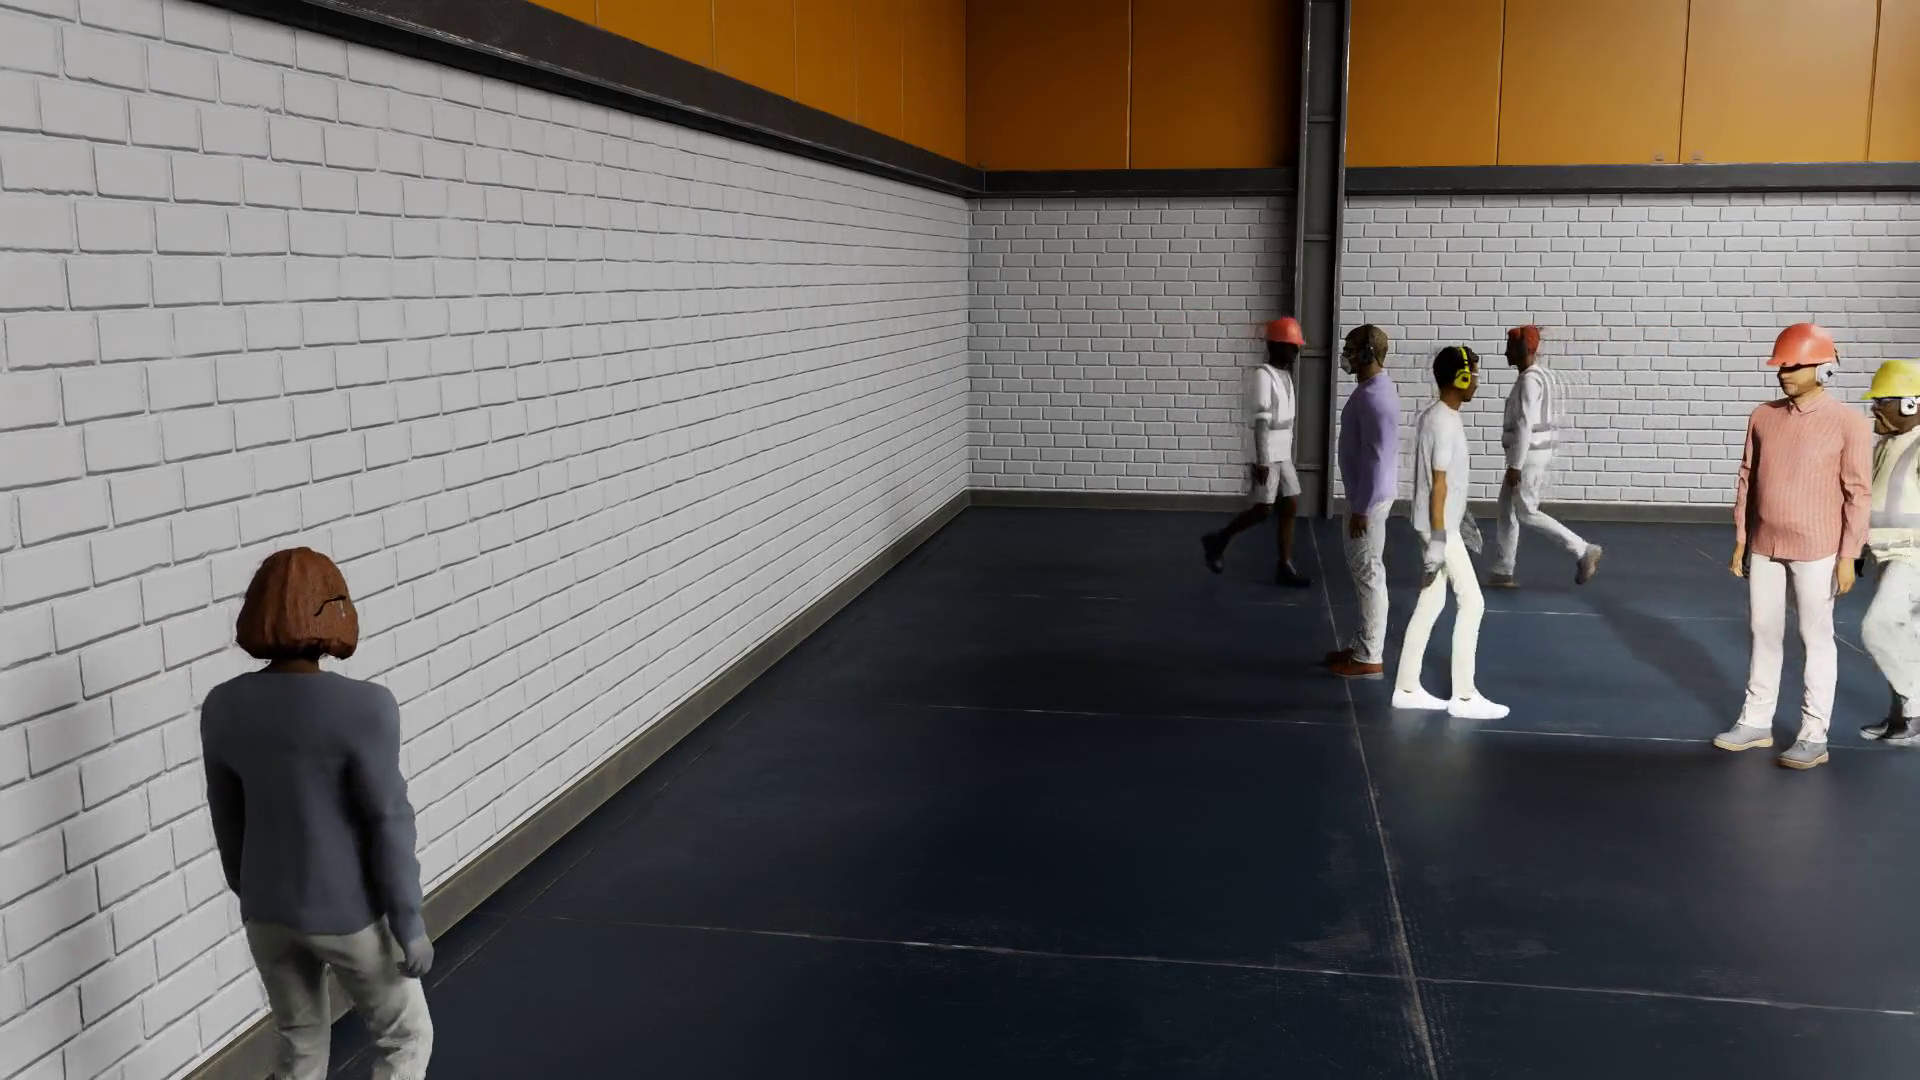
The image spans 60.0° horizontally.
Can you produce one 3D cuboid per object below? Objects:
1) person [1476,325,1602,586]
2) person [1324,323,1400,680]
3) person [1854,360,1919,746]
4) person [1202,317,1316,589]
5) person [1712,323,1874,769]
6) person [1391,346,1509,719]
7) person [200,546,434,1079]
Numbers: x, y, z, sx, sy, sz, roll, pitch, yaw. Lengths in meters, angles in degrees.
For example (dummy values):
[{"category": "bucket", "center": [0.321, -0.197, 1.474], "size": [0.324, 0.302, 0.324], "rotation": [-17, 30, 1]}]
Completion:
[{"category": "person", "center": [4.039, -0.562, 11.563], "size": [0.790, 1.861, 0.578], "rotation": [3, 10, 17]}, {"category": "person", "center": [2.206, -0.208, 9.091], "size": [0.366, 1.939, 0.635], "rotation": [2, 9, 13]}, {"category": "person", "center": [4.377, 0.073, 7.746], "size": [0.448, 1.810, 0.607], "rotation": [2, 9, 12]}, {"category": "person", "center": [2.129, -0.616, 11.702], "size": [0.745, 1.911, 0.541], "rotation": [7, 11, 36]}, {"category": "person", "center": [3.741, 0.025, 7.479], "size": [0.401, 1.989, 0.623], "rotation": [-5, 10, -27]}, {"category": "person", "center": [2.494, -0.042, 8.339], "size": [0.652, 1.843, 0.521], "rotation": [1, 9, 6]}, {"category": "person", "center": [-1.395, 0.822, 3.659], "size": [0.551, 1.625, 0.329], "rotation": [3, 10, 17]}]
